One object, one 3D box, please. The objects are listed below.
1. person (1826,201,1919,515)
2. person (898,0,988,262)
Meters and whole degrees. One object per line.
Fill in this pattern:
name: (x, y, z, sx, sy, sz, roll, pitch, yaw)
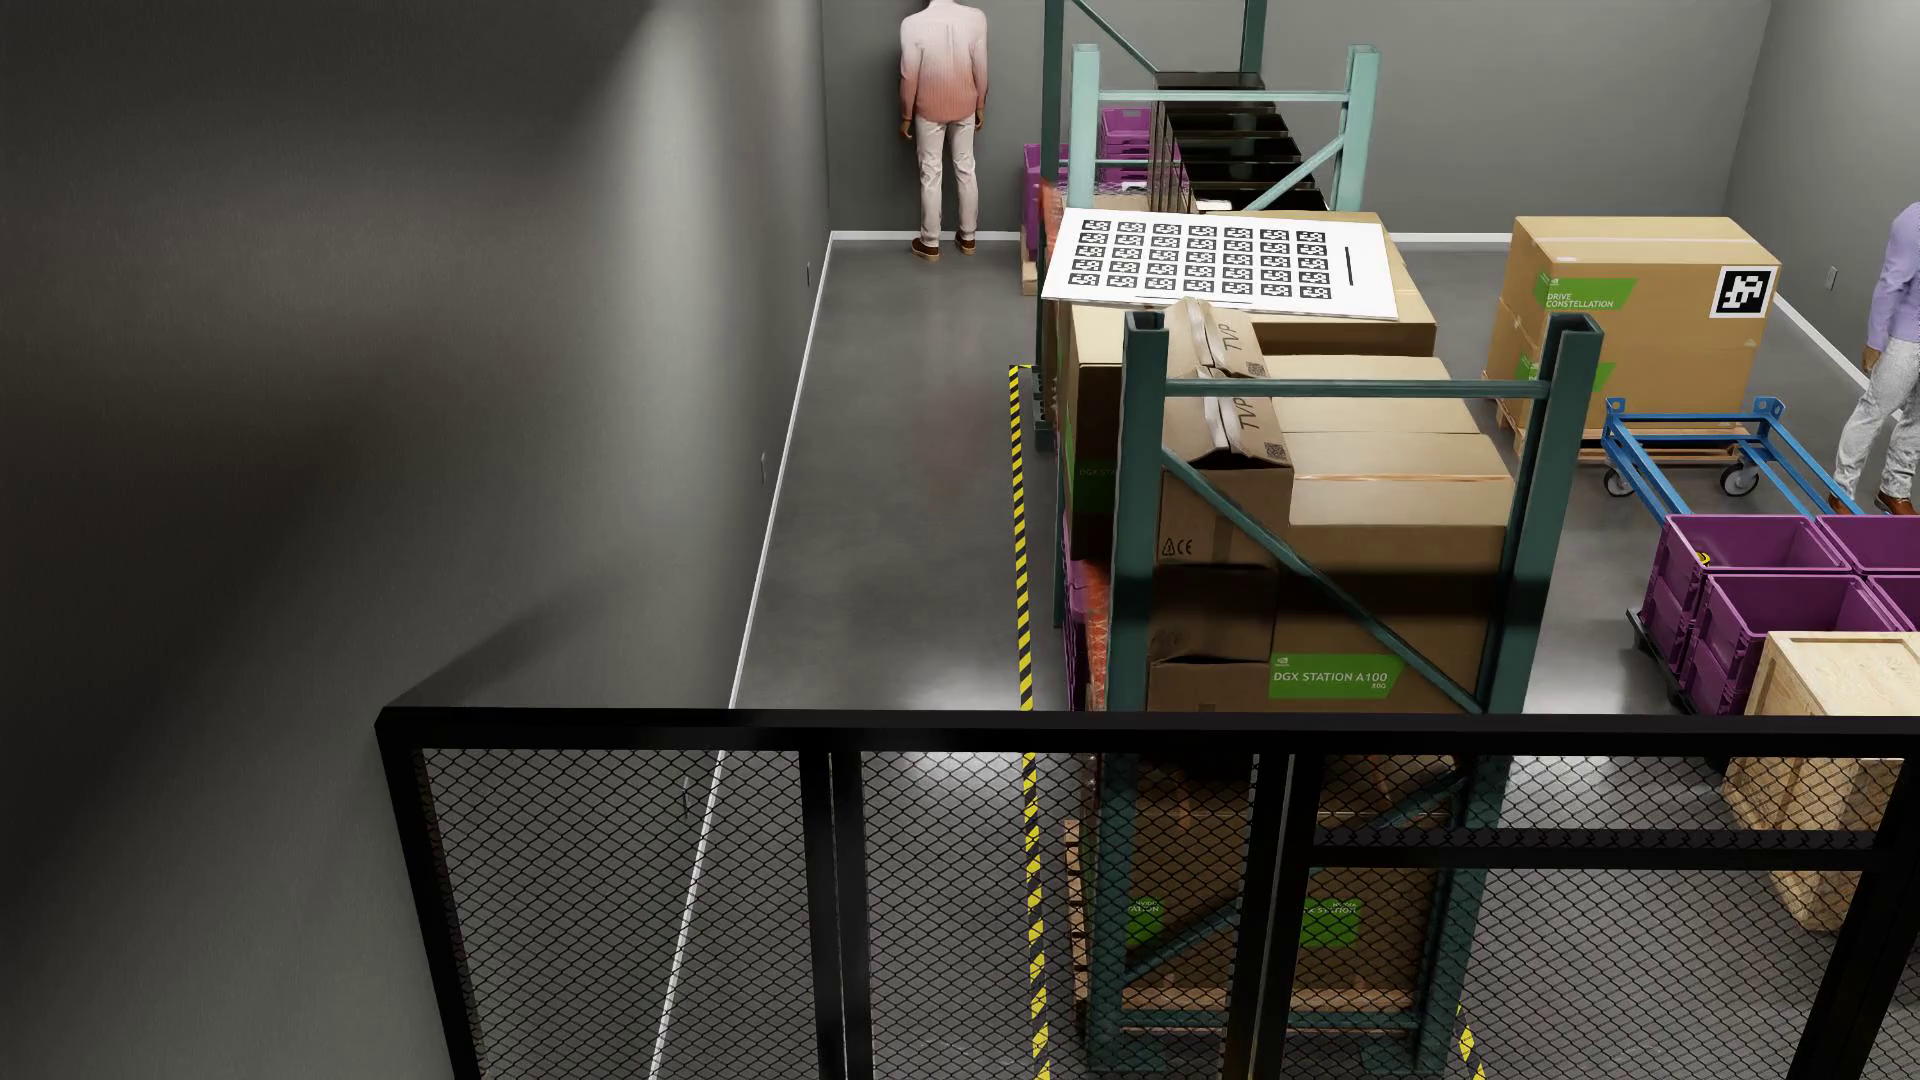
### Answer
person: (4.540, -0.940, 7.777, 0.630, 1.938, 0.369, 0, 31, 0)
person: (-0.113, -2.812, 10.831, 0.611, 1.996, 0.379, -12, 33, -19)
